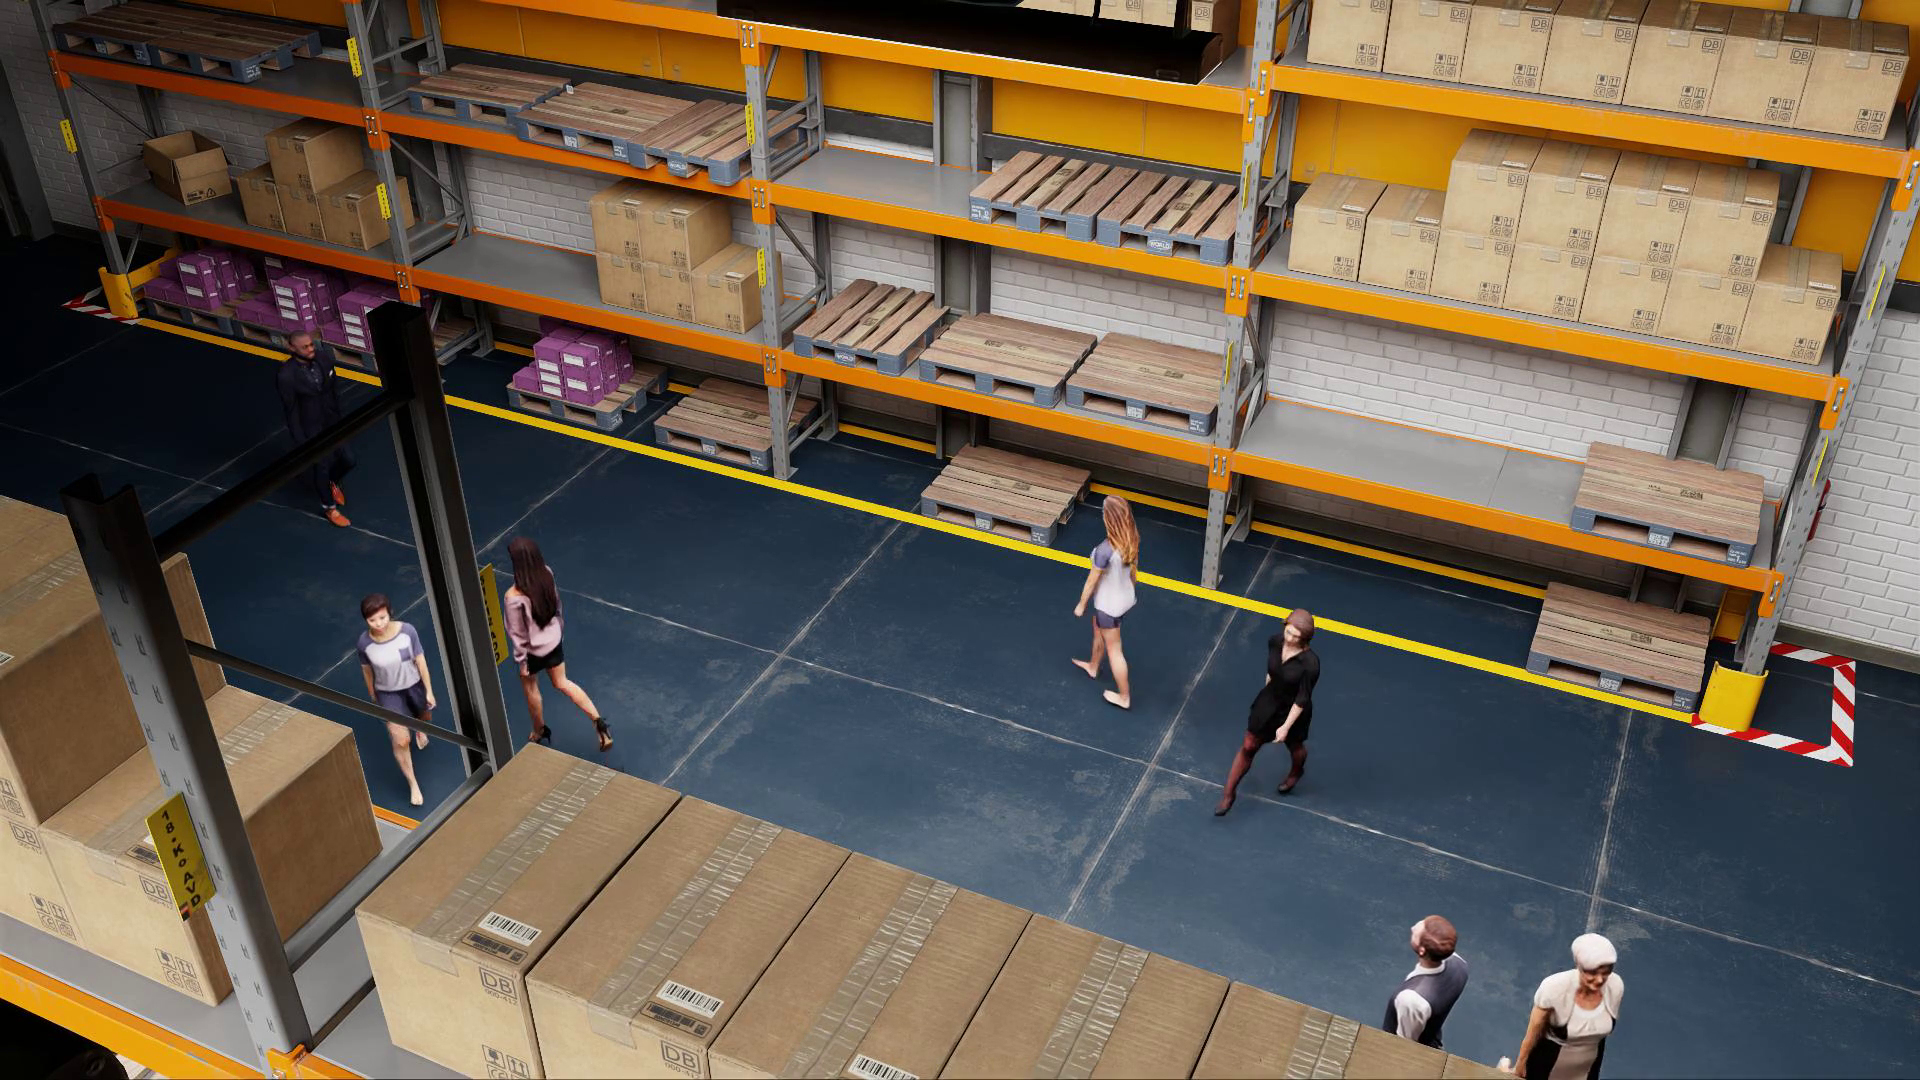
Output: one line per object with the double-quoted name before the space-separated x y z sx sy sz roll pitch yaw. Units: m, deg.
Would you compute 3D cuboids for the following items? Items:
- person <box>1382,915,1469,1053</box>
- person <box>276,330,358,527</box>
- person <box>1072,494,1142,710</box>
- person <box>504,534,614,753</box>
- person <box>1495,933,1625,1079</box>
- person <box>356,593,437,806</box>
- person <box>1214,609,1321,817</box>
"person" 2.286 2.617 8.395 0.655 1.938 0.721 26 41 33
"person" -5.407 -0.967 13.908 0.824 1.805 0.811 23 40 31
"person" 1.156 0.484 11.812 0.898 1.709 0.713 23 40 30
"person" -2.773 0.770 11.309 1.025 1.789 0.682 17 37 24
"person" 3.078 2.605 8.598 0.981 1.734 0.954 -2 34 -4
"person" -3.776 0.970 11.238 0.935 1.534 1.048 -16 37 -22
"person" 2.203 1.102 10.921 0.928 1.665 1.049 -23 40 -31
